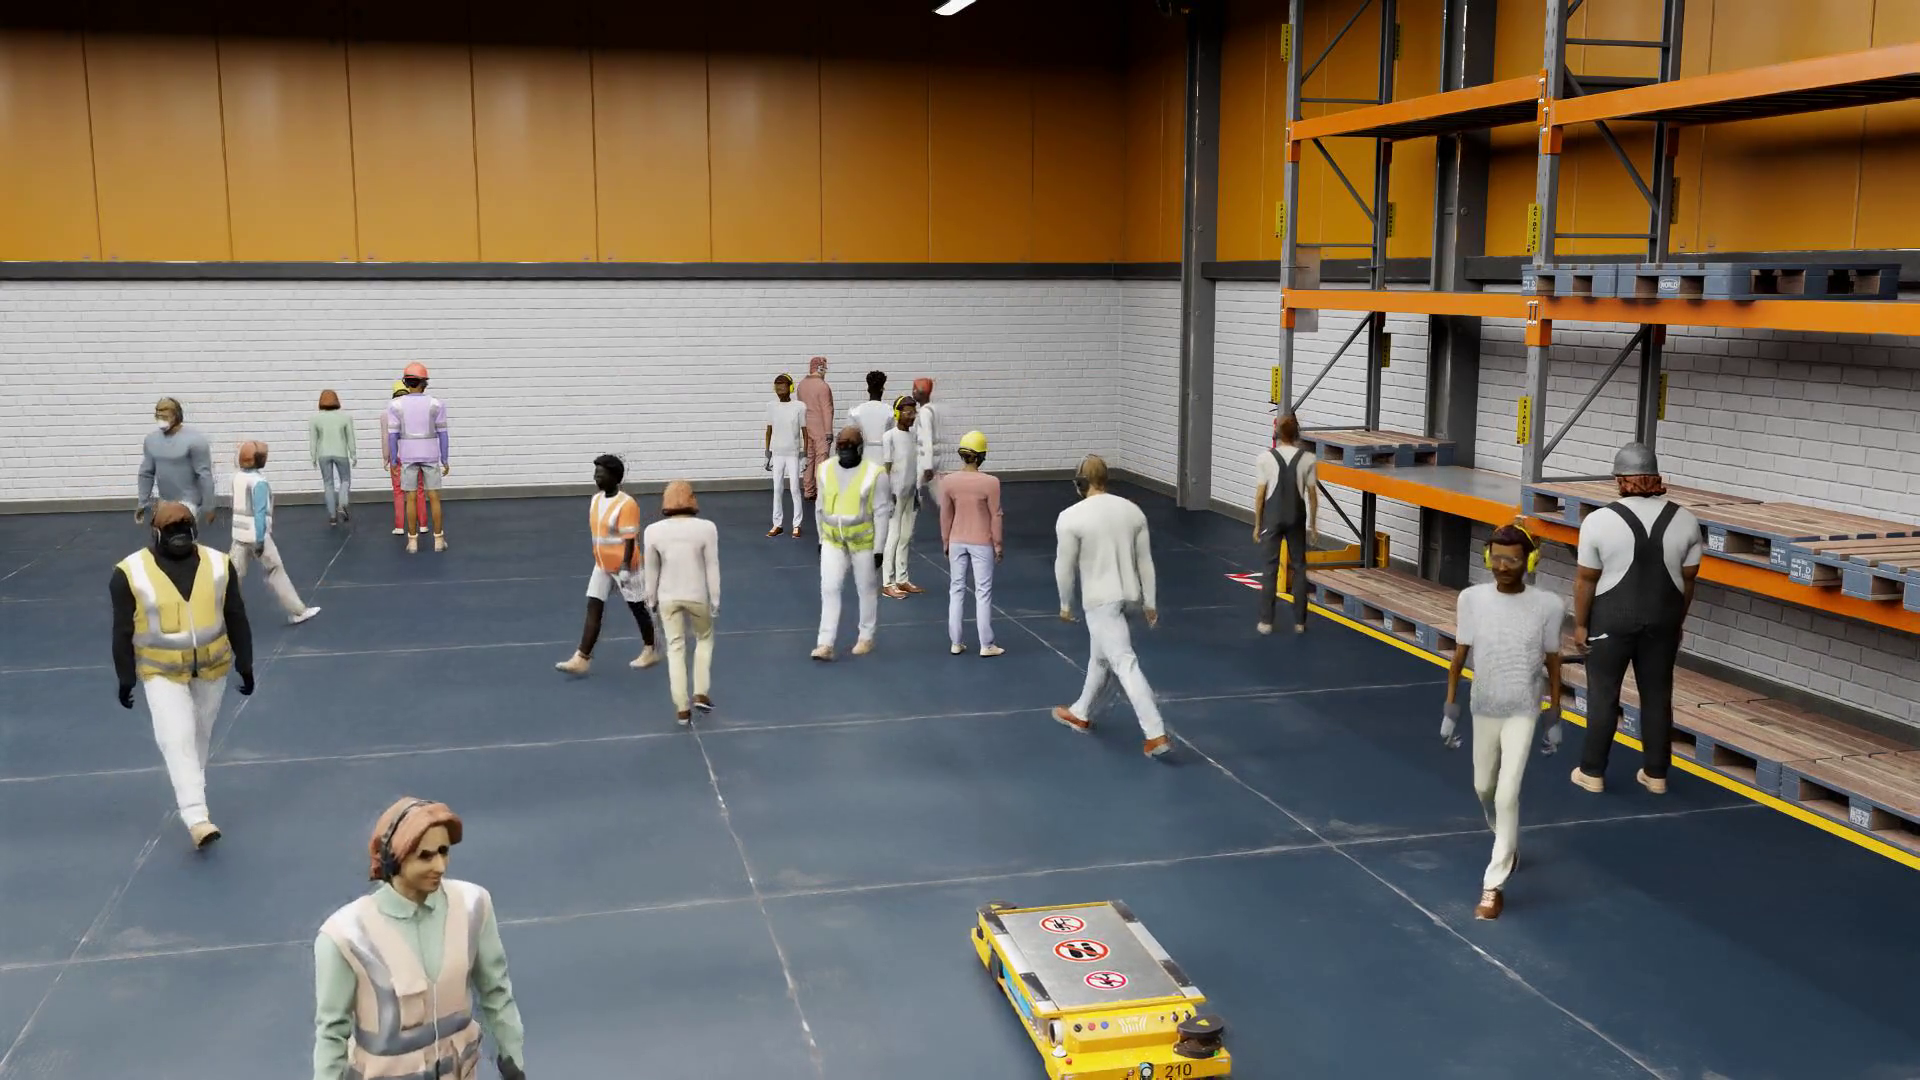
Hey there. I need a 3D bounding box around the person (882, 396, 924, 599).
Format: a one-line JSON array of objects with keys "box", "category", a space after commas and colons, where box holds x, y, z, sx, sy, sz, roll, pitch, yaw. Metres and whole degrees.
[{"box": [-0.527, -0.401, 15.372, 0.312, 1.864, 0.532, 6, 11, 31], "category": "person"}]

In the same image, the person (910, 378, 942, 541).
[{"box": [-0.315, -0.882, 18.451, 0.936, 1.849, 0.589, 1, 9, 8], "category": "person"}]

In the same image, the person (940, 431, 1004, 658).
[{"box": [0.099, 0.034, 12.962, 0.523, 1.769, 0.324, 5, 10, 26], "category": "person"}]

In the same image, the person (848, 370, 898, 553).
[{"box": [-0.887, -0.818, 17.659, 0.607, 1.966, 0.367, 1, 9, 4], "category": "person"}]

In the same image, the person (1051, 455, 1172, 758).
[{"box": [0.965, 0.412, 10.416, 0.617, 1.860, 1.151, -7, 12, -38], "category": "person"}]

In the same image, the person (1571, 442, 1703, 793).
[{"box": [3.857, 0.438, 9.590, 0.681, 2.000, 0.535, 1, 9, 4], "category": "person"}]

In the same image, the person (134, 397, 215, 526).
[{"box": [-6.857, -0.290, 14.516, 0.644, 1.915, 0.570, 4, 10, 23], "category": "person"}]

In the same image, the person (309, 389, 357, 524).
[{"box": [-7.460, -0.993, 19.802, 0.529, 1.618, 0.344, -3, 10, -17], "category": "person"}]

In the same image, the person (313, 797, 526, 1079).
[{"box": [-1.350, 1.480, 4.344, 0.562, 1.621, 0.546, 7, 12, 38], "category": "person"}]

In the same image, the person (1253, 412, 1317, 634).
[{"box": [2.688, -0.134, 13.770, 0.514, 1.843, 0.331, 1, 9, 4], "category": "person"}]

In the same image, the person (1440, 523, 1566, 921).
[{"box": [2.607, 0.808, 7.943, 0.522, 1.840, 0.857, 5, 11, 31], "category": "person"}]

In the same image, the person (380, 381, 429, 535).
[{"box": [-6.333, -0.932, 19.003, 0.523, 1.765, 0.316, -5, 10, -26], "category": "person"}]

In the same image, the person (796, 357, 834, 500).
[{"box": [-1.849, -1.445, 21.781, 0.407, 1.902, 0.638, -8, 12, -40], "category": "person"}]

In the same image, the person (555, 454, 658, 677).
[{"box": [-2.603, 0.190, 12.325, 0.549, 1.642, 0.858, 8, 12, 40], "category": "person"}]

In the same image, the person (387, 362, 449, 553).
[{"box": [-5.795, -0.882, 17.827, 0.610, 2.040, 0.394, -3, 9, -15], "category": "person"}]

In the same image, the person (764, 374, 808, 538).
[{"box": [-1.970, -0.947, 18.785, 0.531, 1.863, 0.325, 2, 9, 14], "category": "person"}]

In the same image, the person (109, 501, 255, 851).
[{"box": [-4.017, 0.700, 8.701, 0.654, 1.794, 0.927, -8, 12, -41], "category": "person"}]

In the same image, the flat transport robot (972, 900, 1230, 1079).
[{"box": [0.523, 1.779, 6.721, 0.652, 0.197, 1.431, -2, 9, -12], "category": "flat transport robot"}]

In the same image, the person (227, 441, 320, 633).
[{"box": [-5.858, -0.027, 13.889, 0.529, 1.592, 0.881, 7, 12, 39], "category": "person"}]

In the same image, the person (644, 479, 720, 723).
[{"box": [-1.845, 0.407, 11.072, 0.515, 1.611, 0.421, 0, 9, -1], "category": "person"}]

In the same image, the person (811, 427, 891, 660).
[{"box": [-0.874, 0.044, 12.785, 0.646, 1.802, 0.884, 3, 10, 17], "category": "person"}]
